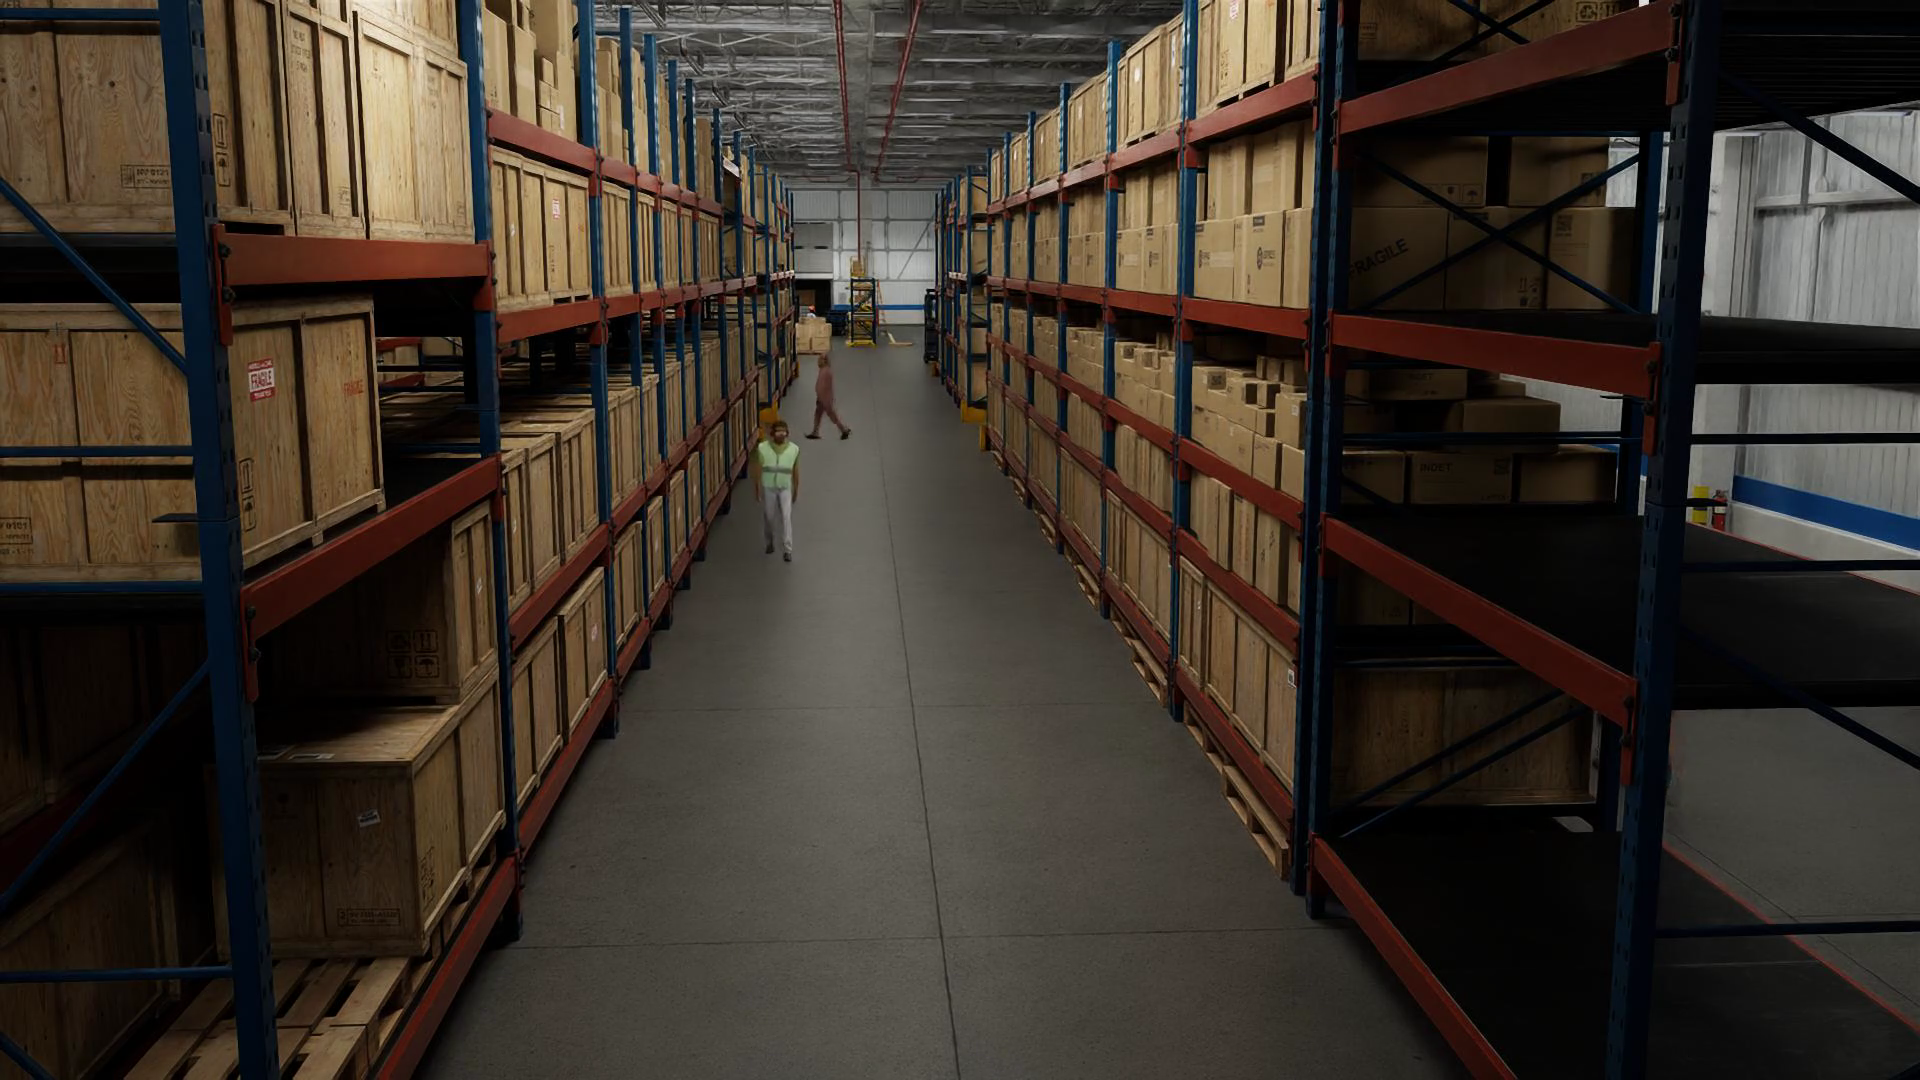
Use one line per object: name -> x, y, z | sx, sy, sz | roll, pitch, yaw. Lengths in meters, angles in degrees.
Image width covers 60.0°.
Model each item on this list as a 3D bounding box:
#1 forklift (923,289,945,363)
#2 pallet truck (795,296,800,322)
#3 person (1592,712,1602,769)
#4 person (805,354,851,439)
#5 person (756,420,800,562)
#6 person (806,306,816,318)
forklift -> -0.813, -8.130, 63.033 | 1.129, 2.768, 1.873 | -1, 10, -3
pallet truck -> -8.622, -12.439, 91.403 | 1.885, 1.965, 0.823 | 2, 10, 13
person -> 4.936, 0.846, 12.342 | 0.663, 1.894, 0.514 | 0, 10, 1
person -> -2.859, -3.102, 36.041 | 0.950, 1.867, 0.632 | 0, 10, -1
person -> -2.372, -0.669, 21.640 | 0.586, 1.816, 0.867 | -1, 10, -7
person -> -6.489, -9.283, 72.777 | 0.543, 1.928, 0.400 | 8, 13, 41
